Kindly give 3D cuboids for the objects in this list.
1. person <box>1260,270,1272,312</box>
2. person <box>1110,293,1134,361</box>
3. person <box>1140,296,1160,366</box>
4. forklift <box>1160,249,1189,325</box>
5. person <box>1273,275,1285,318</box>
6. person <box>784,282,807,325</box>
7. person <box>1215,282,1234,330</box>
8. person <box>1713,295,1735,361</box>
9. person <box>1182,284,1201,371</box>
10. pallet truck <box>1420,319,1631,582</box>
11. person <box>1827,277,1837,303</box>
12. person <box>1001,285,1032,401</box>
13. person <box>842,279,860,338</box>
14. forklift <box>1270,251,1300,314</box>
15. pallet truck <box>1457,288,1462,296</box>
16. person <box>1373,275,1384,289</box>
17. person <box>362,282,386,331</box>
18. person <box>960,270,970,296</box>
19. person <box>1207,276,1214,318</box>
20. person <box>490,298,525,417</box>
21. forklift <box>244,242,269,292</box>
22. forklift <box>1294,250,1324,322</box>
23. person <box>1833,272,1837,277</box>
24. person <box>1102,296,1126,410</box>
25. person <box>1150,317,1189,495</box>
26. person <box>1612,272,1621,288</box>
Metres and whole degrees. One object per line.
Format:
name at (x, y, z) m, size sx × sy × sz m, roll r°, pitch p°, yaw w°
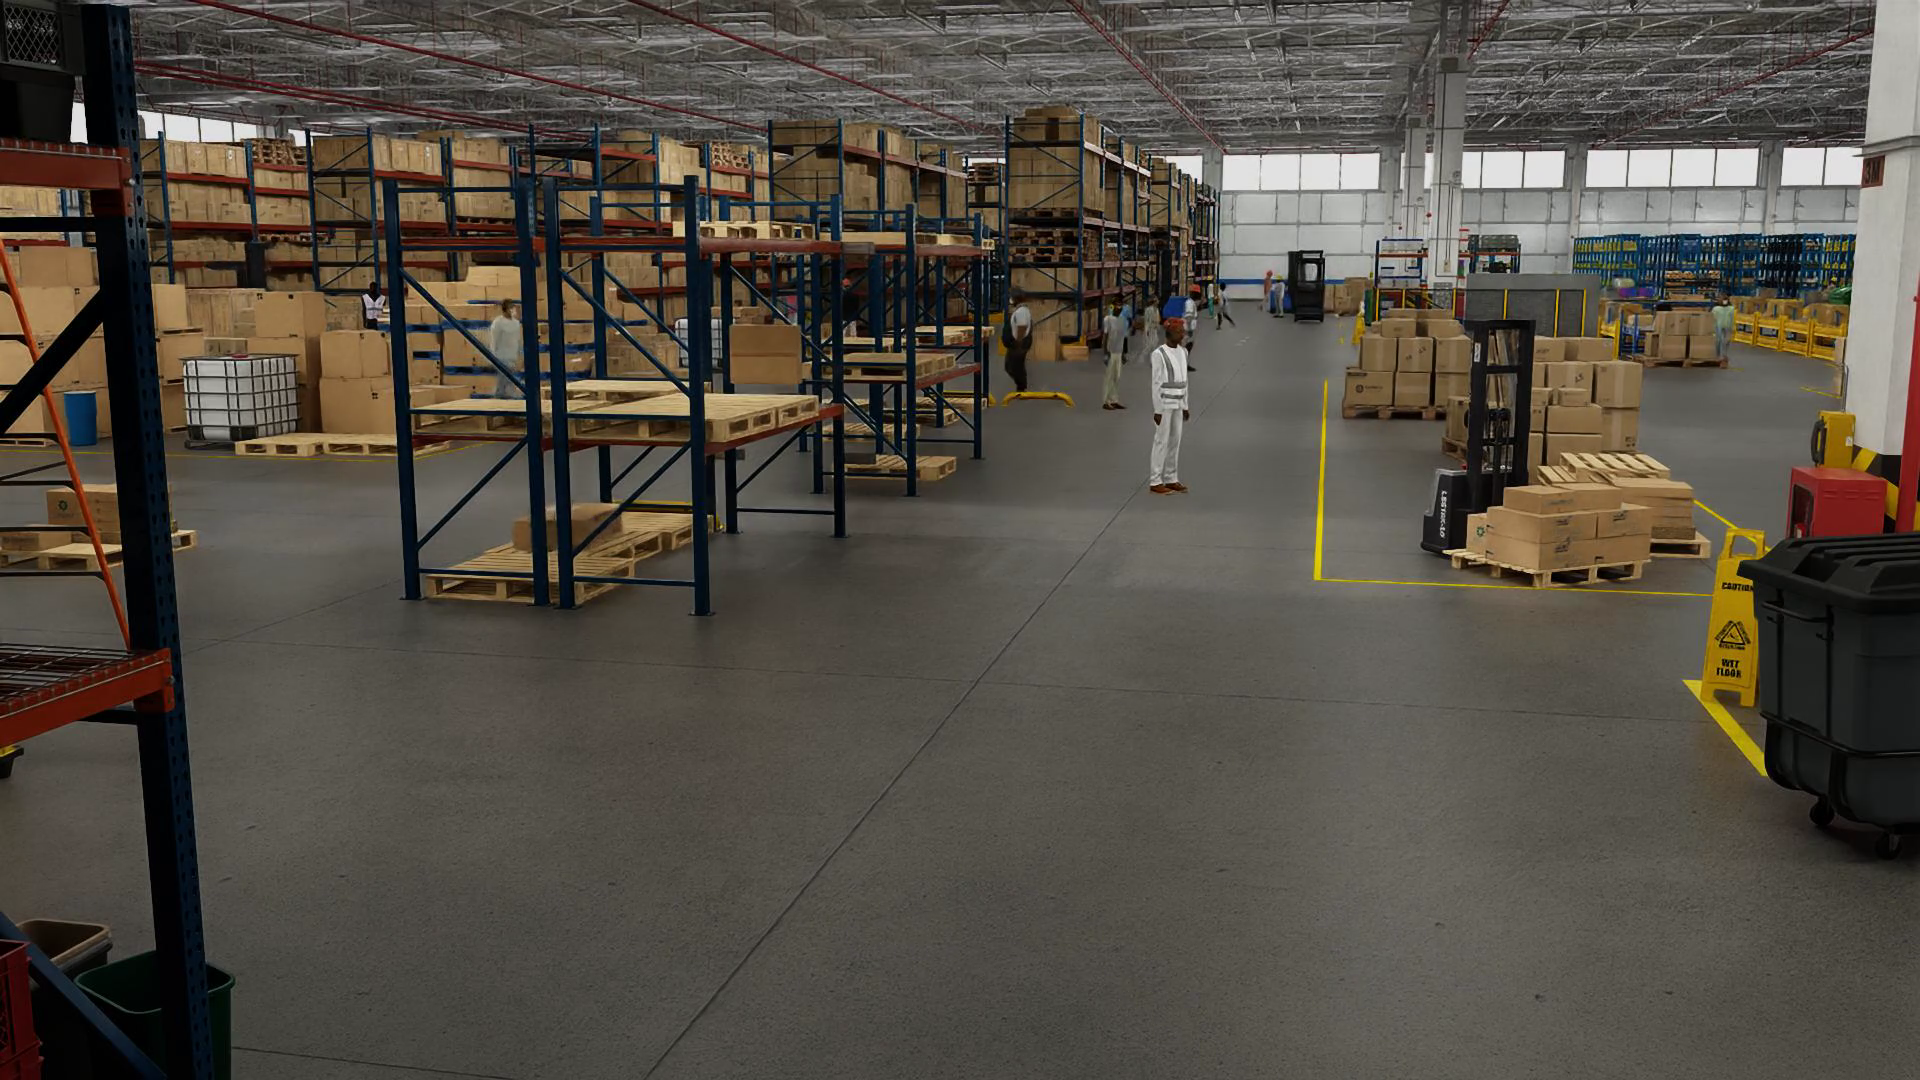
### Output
person at (14.325, -11.589, 77.473) m, size 0.519 × 1.981 × 0.640 m, roll -4°, pitch 10°, yaw -20°
person at (3.924, -5.164, 40.357) m, size 0.608 × 1.655 × 0.609 m, roll 2°, pitch 10°, yaw 14°
person at (4.457, -4.852, 38.639) m, size 0.390 × 1.619 × 0.530 m, roll 8°, pitch 13°, yaw 41°
forklift at (7.646, -9.320, 61.395) m, size 1.873 × 2.768 × 1.129 m, roll 2°, pitch 10°, yaw 11°
person at (13.456, -10.277, 70.209) m, size 0.403 × 1.822 × 0.591 m, roll -5°, pitch 11°, yaw -27°
person at (-4.940, -6.817, 49.797) m, size 0.634 × 1.801 × 0.957 m, roll 2°, pitch 10°, yaw 13°
person at (9.333, -8.253, 58.608) m, size 0.611 × 1.682 × 0.531 m, roll -2°, pitch 10°, yaw -13°
person at (18.578, -5.138, 40.430) m, size 0.514 × 1.593 × 0.816 m, roll 2°, pitch 10°, yaw 13°
person at (5.113, -4.697, 36.841) m, size 0.385 × 1.930 × 0.550 m, roll 2°, pitch 10°, yaw 11°
pallet truck at (4.543, -0.757, 13.299) m, size 0.823 × 1.965 × 1.885 m, roll -4°, pitch 10°, yaw -22°
person at (34.462, -9.494, 65.742) m, size 0.320 × 1.762 × 0.522 m, roll -1°, pitch 10°, yaw -5°
person at (0.990, -3.428, 28.990) m, size 0.538 × 2.000 × 0.693 m, roll 1°, pitch 10°, yaw 6°
person at (-2.812, -5.523, 41.583) m, size 0.611 × 1.984 × 0.410 m, roll -3°, pitch 10°, yaw -18°
forklift at (14.874, -11.456, 74.046) m, size 1.873 × 2.768 × 1.129 m, roll 6°, pitch 11°, yaw 30°
pallet truck at (20.506, -9.785, 68.819) m, size 0.653 × 1.274 × 1.630 m, roll 2°, pitch 10°, yaw 12°
person at (15.765, -9.096, 63.002) m, size 0.962 × 1.891 × 0.550 m, roll -7°, pitch 12°, yaw -35°
person at (-14.669, -5.506, 41.691) m, size 0.587 × 1.911 × 0.397 m, roll -5°, pitch 11°, yaw -26°
person at (0.248, -12.545, 83.276) m, size 0.542 × 1.939 × 0.362 m, roll -2°, pitch 10°, yaw -13°
person at (10.498, -10.191, 69.856) m, size 0.327 × 1.765 × 0.529 m, roll 4°, pitch 10°, yaw 21°
person at (-6.854, -2.744, 25.420) m, size 1.062 × 1.878 × 0.650 m, roll 3°, pitch 10°, yaw 16°
forklift at (-15.150, -5.024, 35.956) m, size 1.873 × 2.768 × 1.129 m, roll -5°, pitch 11°, yaw -28°
forklift at (13.778, -10.002, 65.433) m, size 1.129 × 2.768 × 1.873 m, roll 2°, pitch 10°, yaw 12°
person at (42.293, -12.006, 80.355) m, size 0.389 × 1.846 × 0.566 m, roll 0°, pitch 10°, yaw 2°
person at (2.553, -3.073, 27.395) m, size 0.309 × 1.868 × 0.534 m, roll 9°, pitch 13°, yaw 42°
person at (2.213, -1.408, 17.529) m, size 0.351 × 1.878 × 0.568 m, roll 8°, pitch 12°, yaw 40°
person at (29.184, -10.981, 74.120) m, size 0.667 × 1.903 × 0.437 m, roll -8°, pitch 13°, yaw -40°
